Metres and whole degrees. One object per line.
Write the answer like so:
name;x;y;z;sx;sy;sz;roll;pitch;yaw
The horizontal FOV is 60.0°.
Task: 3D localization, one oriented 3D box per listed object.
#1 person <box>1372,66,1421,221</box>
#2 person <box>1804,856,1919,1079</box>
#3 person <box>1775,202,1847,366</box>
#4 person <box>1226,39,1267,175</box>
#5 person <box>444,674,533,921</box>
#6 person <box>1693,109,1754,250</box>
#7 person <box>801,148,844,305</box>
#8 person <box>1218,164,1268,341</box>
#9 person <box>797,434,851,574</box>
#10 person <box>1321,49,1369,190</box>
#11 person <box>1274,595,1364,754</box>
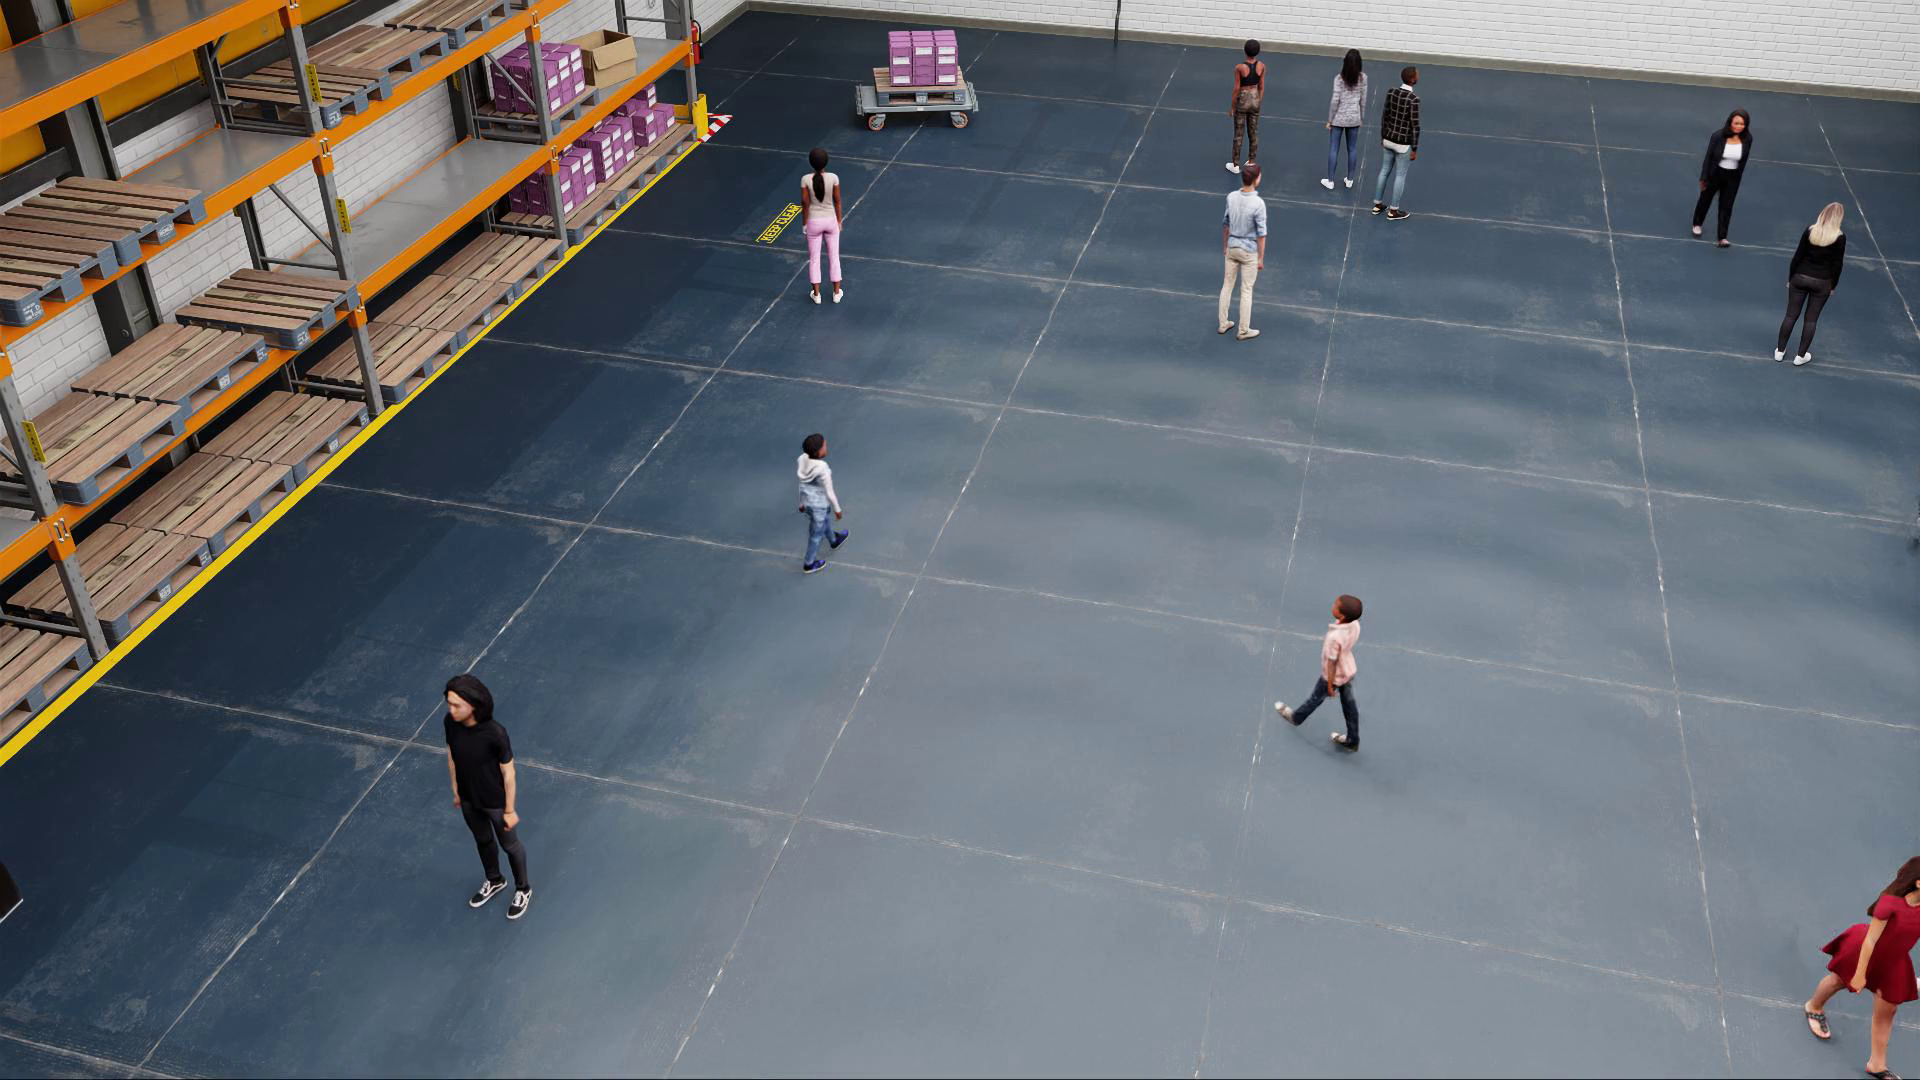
person;5.200;-4.728;19.760;0.766;1.820;0.748;-24;40;-31
person;5.171;2.300;9.464;0.860;1.513;1.055;-5;34;-8
person;8.507;-2.566;16.630;0.689;1.685;0.669;24;40;31
person;3.624;-5.486;21.009;0.657;1.700;0.675;-7;34;-11
person;-2.931;1.553;10.296;0.662;1.836;0.582;14;36;20
person;8.763;-4.214;19.210;0.760;1.573;1.083;3;34;5
person;-1.473;-3.366;17.783;0.649;1.742;0.639;-5;34;-7
person;2.902;-2.972;17.096;0.728;1.846;0.712;28;43;35
person;-1.219;-0.280;13.598;0.873;1.234;0.745;-28;43;-35
person;4.769;-5.211;20.567;0.682;1.732;0.652;-4;34;-6
person;2.715;0.964;11.693;0.885;1.272;0.859;-26;42;-33
